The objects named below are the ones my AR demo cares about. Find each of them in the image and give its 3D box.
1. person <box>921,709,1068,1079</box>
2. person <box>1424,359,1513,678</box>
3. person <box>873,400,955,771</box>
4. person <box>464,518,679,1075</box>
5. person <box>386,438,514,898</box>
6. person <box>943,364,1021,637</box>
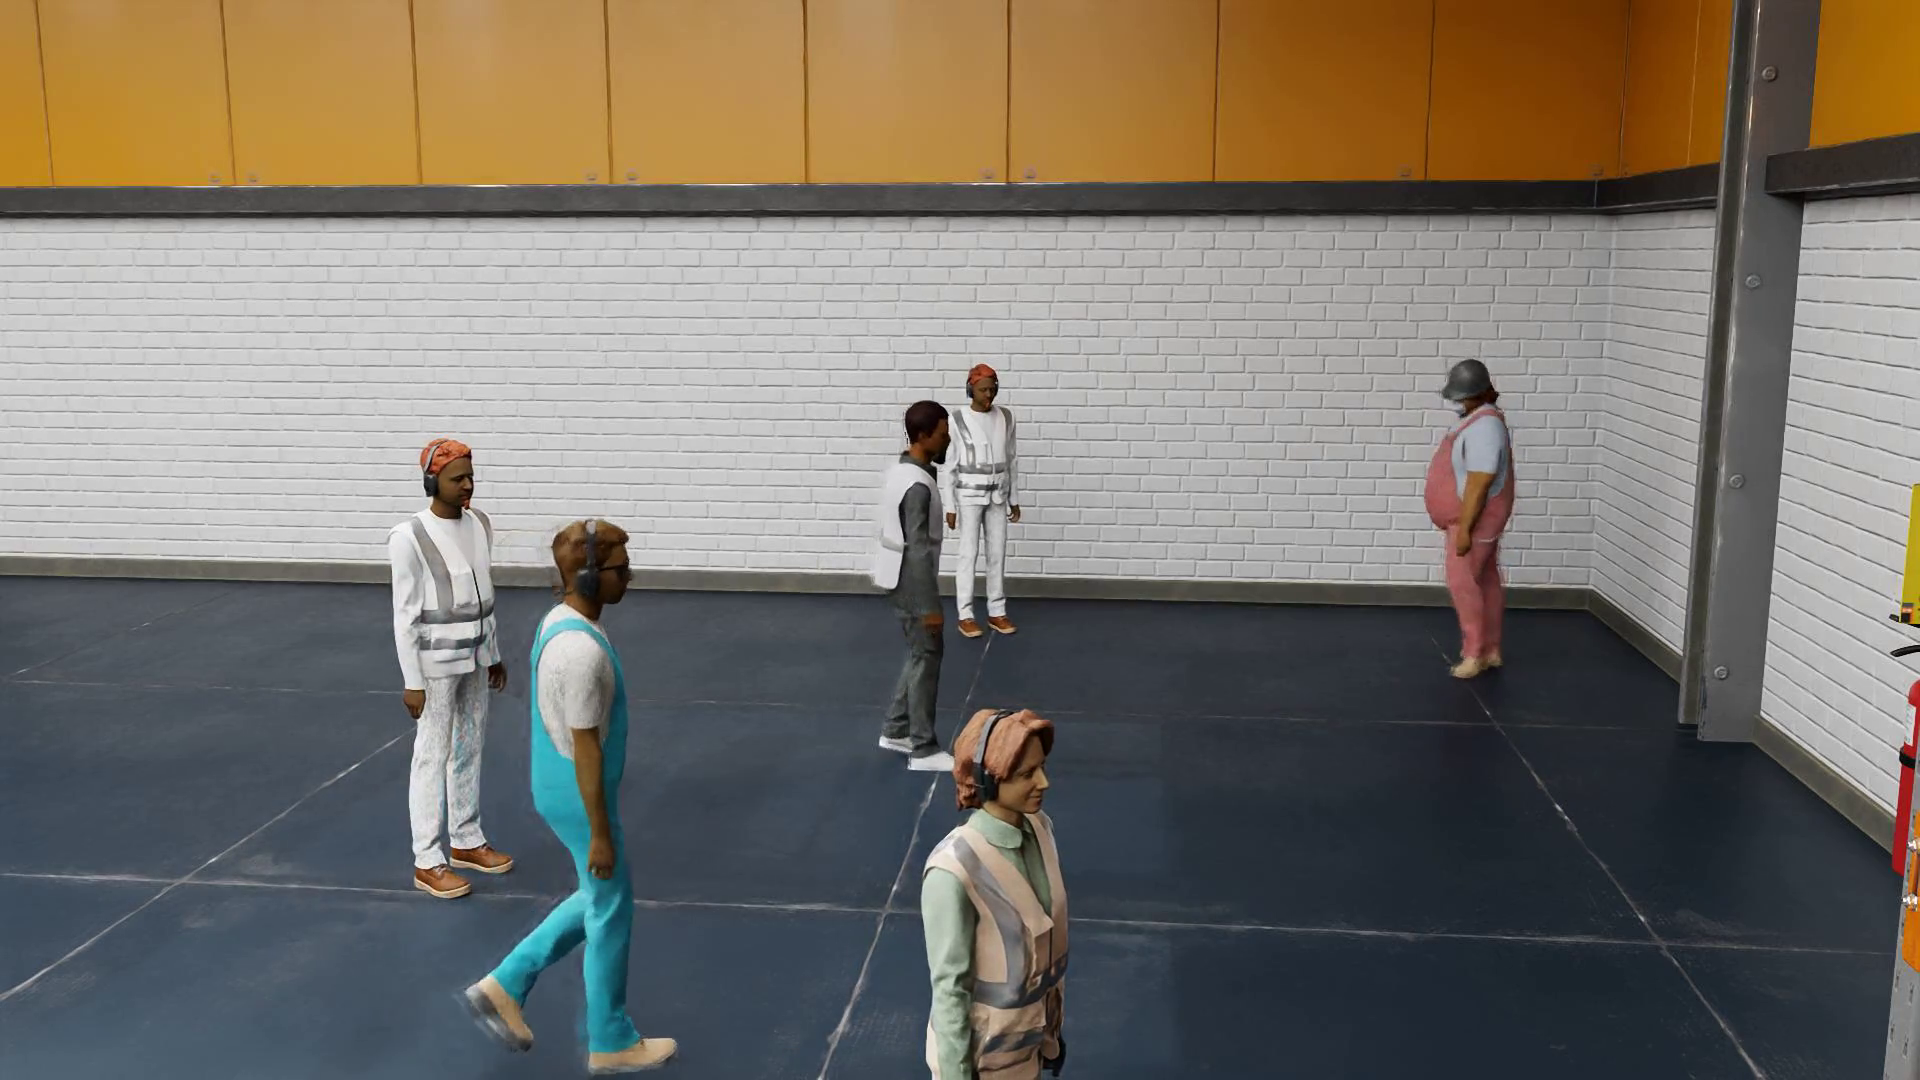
[{"bbox_3d":[0.084,1.180,3.797,0.310,1.642,0.514,5,11,27],"label":"person"},{"bbox_3d":[3.183,-0.174,10.407,0.550,2.000,0.742,3,10,16],"label":"person"},{"bbox_3d":[-0.202,0.237,8.445,0.476,1.907,0.647,-1,10,-7],"label":"person"},{"bbox_3d":[-1.235,0.833,5.239,0.574,1.828,0.529,-3,10,-18],"label":"person"},{"bbox_3d":[-2.106,0.517,6.902,0.337,1.882,0.584,4,11,22],"label":"person"},{"bbox_3d":[0.149,-0.268,11.430,0.585,1.876,0.367,-6,11,-30],"label":"person"}]
